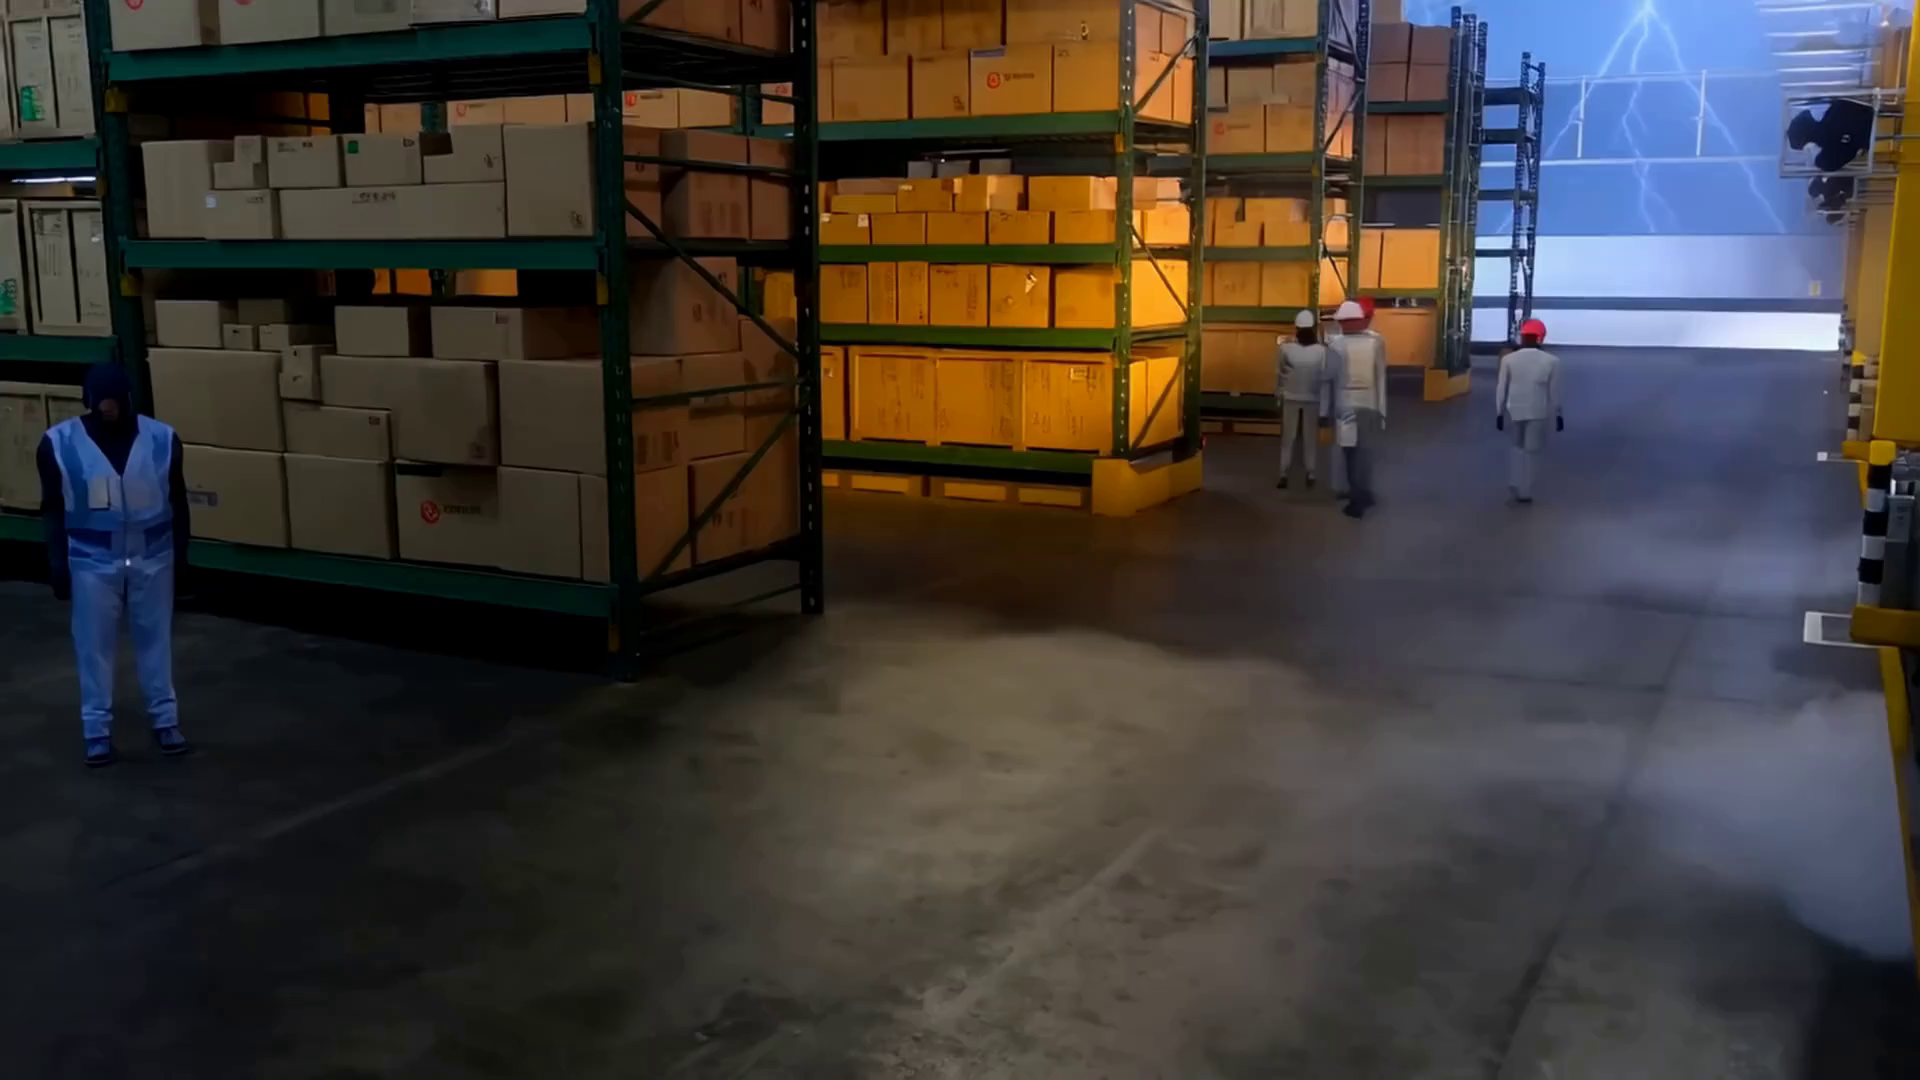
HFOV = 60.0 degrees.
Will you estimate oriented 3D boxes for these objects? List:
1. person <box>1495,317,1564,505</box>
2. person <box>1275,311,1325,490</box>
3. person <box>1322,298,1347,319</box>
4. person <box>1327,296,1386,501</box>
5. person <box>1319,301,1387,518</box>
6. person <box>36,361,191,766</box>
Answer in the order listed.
[{"bbox_3d":[5.313,-1.193,15.448,0.583,1.733,0.510,9,13,42],"label":"person"},{"bbox_3d":[3.373,-1.372,16.408,0.523,1.769,0.322,3,10,17],"label":"person"},{"bbox_3d":[5.333,-2.630,23.555,0.428,1.819,0.597,7,12,36],"label":"person"},{"bbox_3d":[3.757,-1.330,15.714,0.608,1.928,0.583,7,12,36],"label":"person"},{"bbox_3d":[3.480,-1.160,14.783,0.548,1.903,0.579,-2,10,-13],"label":"person"},{"bbox_3d":[-3.867,0.100,7.673,0.627,1.844,0.429,-7,12,-36],"label":"person"}]
